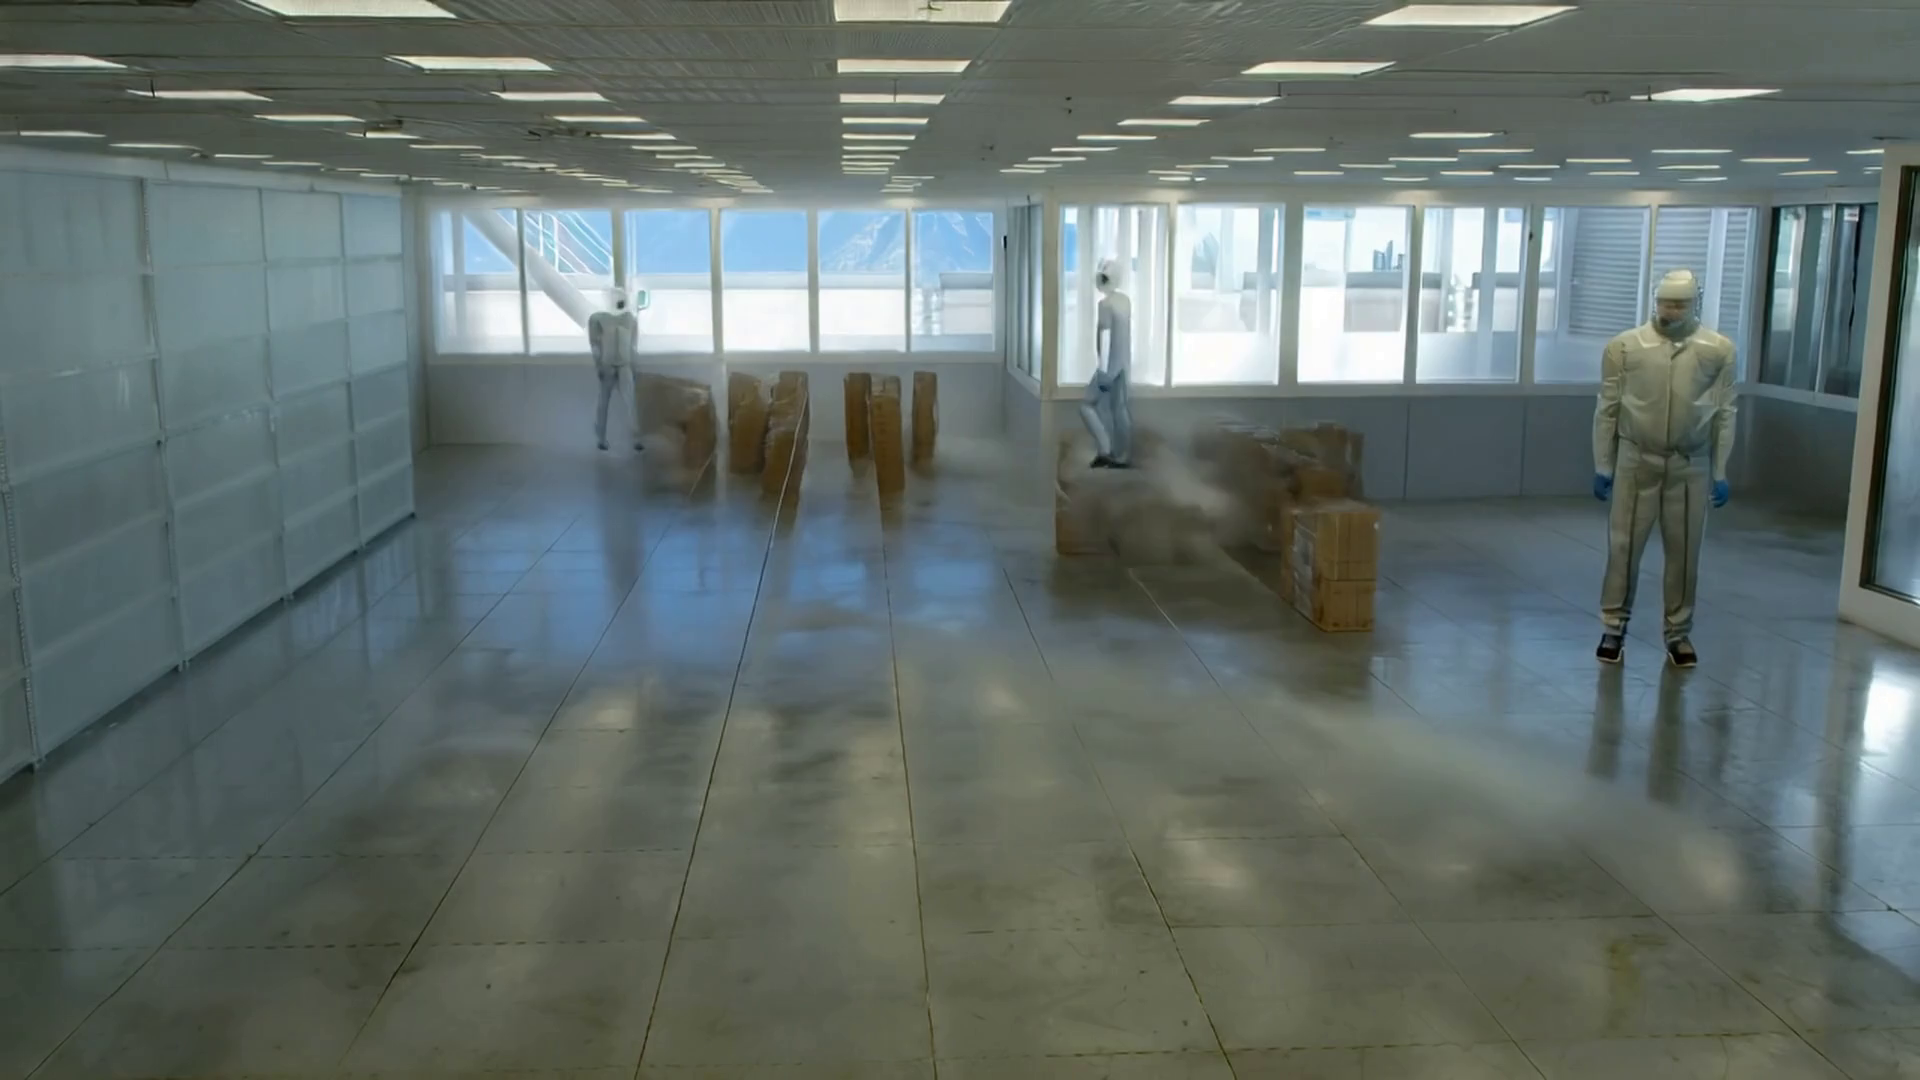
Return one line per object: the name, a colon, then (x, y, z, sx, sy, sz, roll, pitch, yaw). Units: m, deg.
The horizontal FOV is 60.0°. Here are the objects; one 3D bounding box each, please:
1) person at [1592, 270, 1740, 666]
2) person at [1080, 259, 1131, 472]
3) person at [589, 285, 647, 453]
person: (3.395, -0.342, 8.037, 0.651, 1.905, 0.409, 3, 11, 15)
person: (1.288, -1.504, 14.472, 0.519, 1.852, 0.521, 8, 13, 37)
person: (-3.249, -1.597, 15.669, 0.508, 1.586, 0.874, -6, 12, -30)
